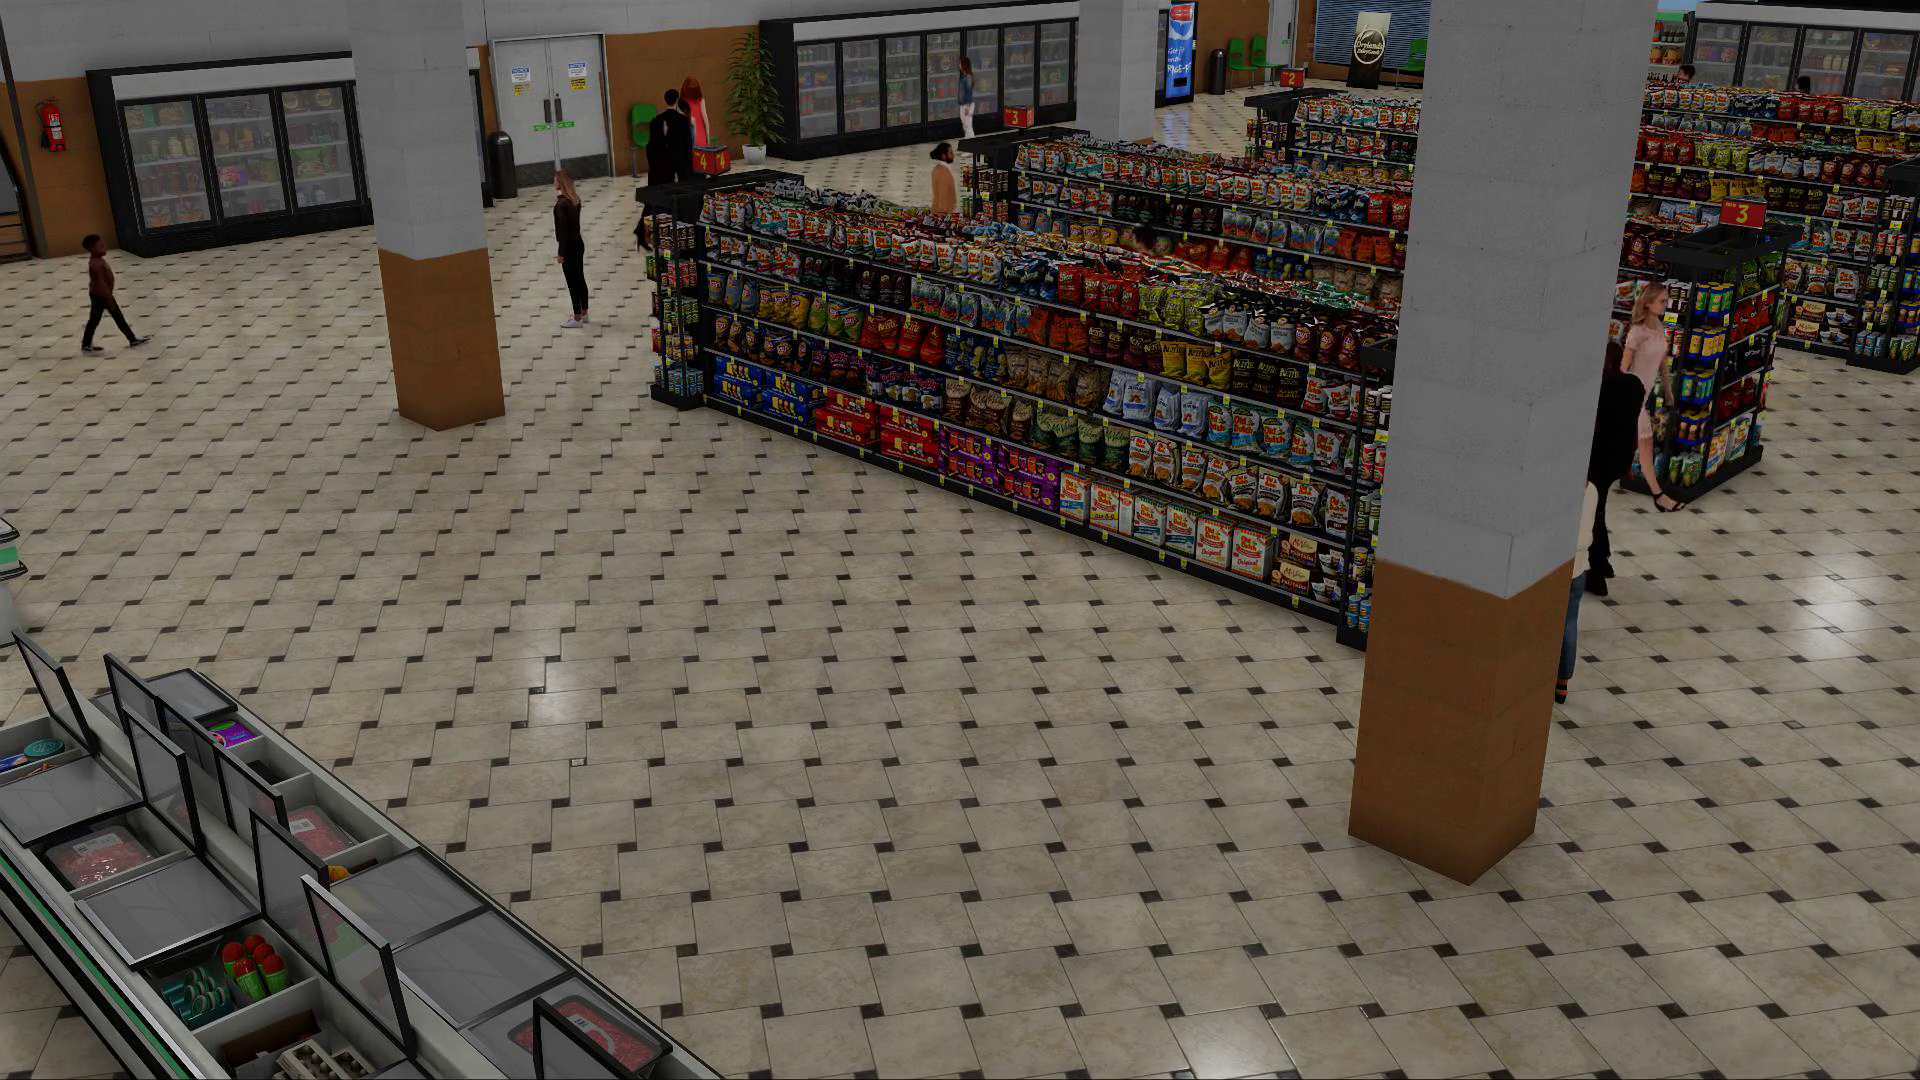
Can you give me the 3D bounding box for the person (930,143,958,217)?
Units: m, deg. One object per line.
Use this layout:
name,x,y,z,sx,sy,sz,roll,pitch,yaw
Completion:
person,-0.275,-3.787,19.638,1.136,1.719,1.175,-4,22,-9

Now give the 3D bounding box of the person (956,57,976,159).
person,0.130,-7.562,29.058,0.750,1.700,0.635,-5,22,-11

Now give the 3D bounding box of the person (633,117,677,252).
person,-3.980,-4.569,21.608,1.048,1.701,1.181,-8,23,-19

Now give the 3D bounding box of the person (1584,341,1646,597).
person,4.396,-0.438,11.205,0.777,1.792,0.754,-11,24,-25

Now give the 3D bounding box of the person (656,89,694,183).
person,-3.988,-5.335,23.259,0.774,1.890,0.846,1,22,3

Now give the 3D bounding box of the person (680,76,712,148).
person,-4.036,-6.108,25.268,0.647,1.827,0.729,2,22,5

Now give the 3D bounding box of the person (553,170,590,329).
person,-4.236,-3.177,18.138,0.688,1.705,0.677,5,22,11

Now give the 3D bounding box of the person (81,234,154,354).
person,-8.893,-2.496,17.094,0.832,1.219,0.916,-8,23,-18

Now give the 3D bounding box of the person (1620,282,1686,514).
person,5.135,-1.101,12.882,0.597,1.772,1.120,-19,29,-39

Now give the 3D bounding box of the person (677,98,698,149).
person,-4.050,-5.706,24.562,0.520,1.608,0.569,19,28,38
